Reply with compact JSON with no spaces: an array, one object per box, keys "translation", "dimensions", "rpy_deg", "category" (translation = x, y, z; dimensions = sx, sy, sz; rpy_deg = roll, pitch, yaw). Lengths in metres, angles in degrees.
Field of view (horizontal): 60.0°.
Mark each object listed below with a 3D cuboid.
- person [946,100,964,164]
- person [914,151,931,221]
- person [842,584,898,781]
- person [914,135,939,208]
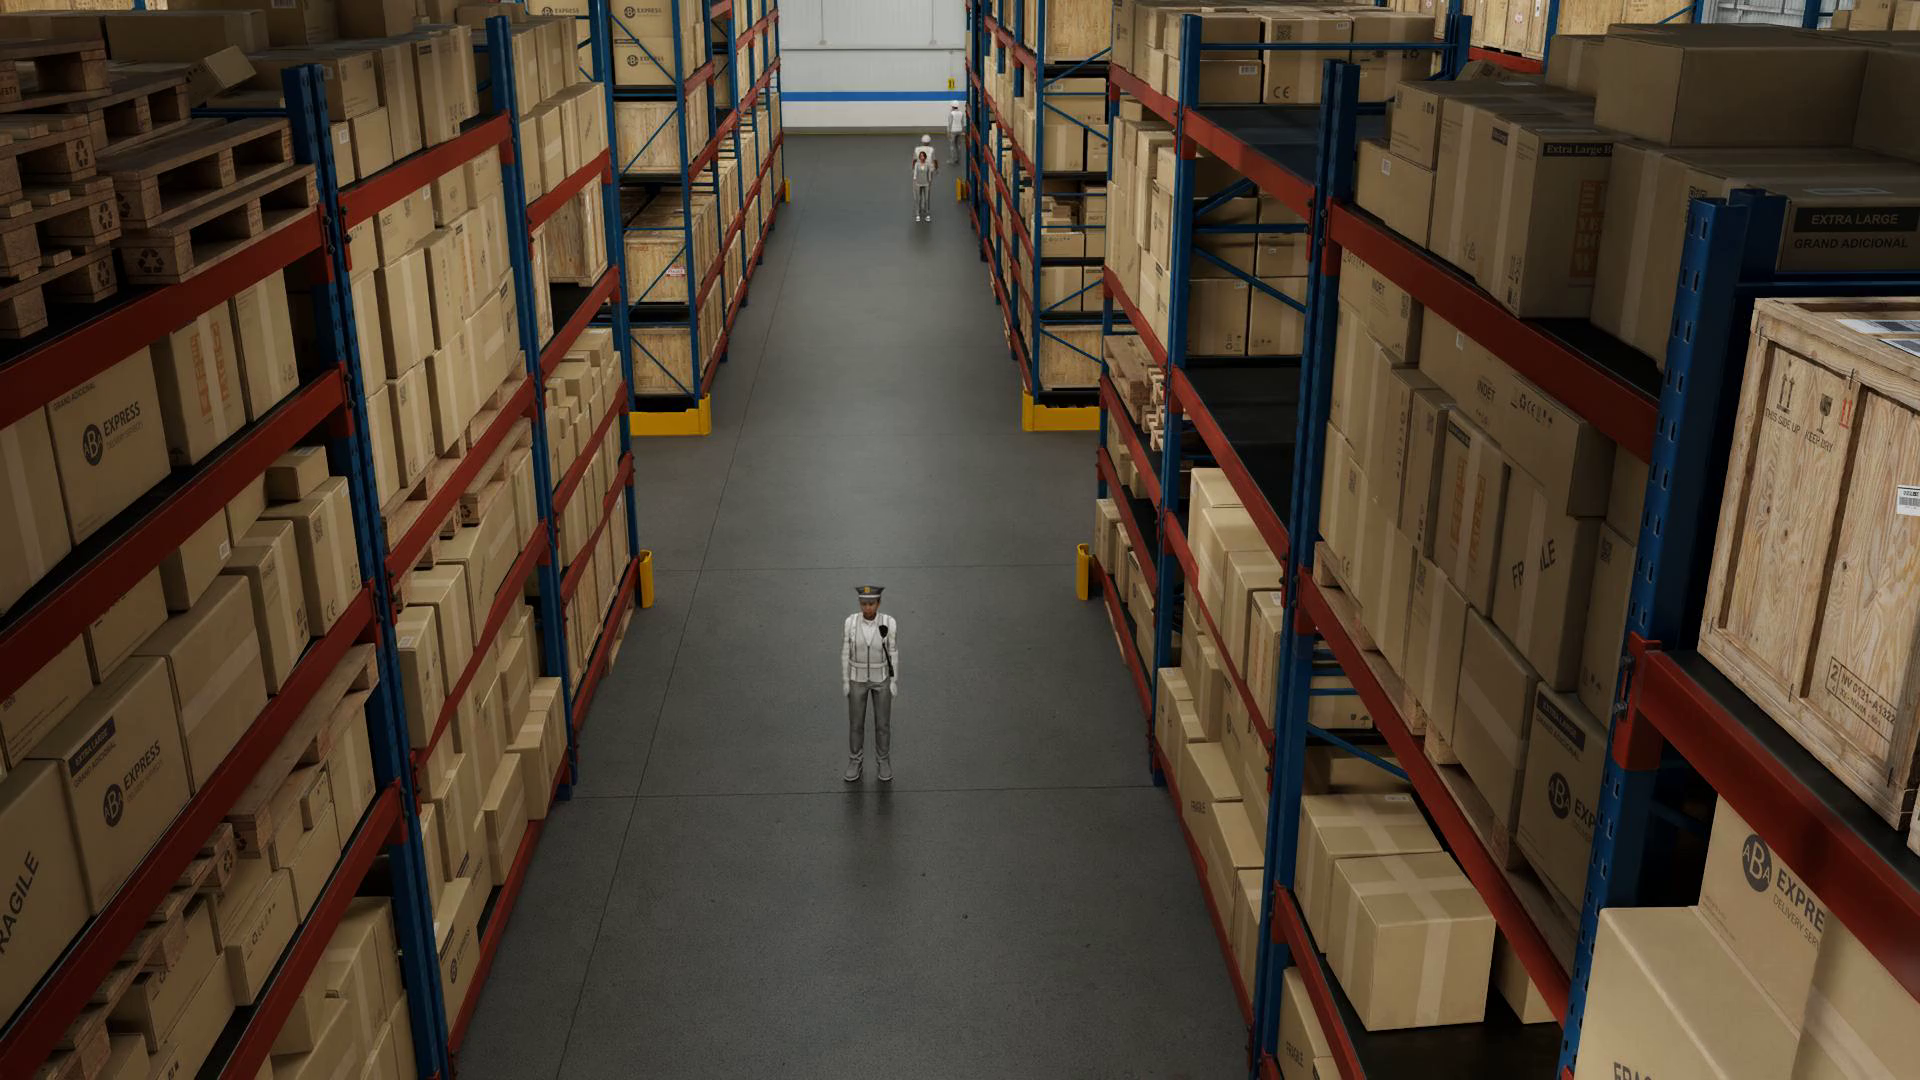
[{"translation":[-0.166,-11.830,48.186],"dimensions":[0.531,1.775,0.376],"rpy_deg":[-15,25,-35],"category":"person"},{"translation":[-0.874,-8.287,38.942],"dimensions":[0.404,1.600,0.341],"rpy_deg":[-2,21,-6],"category":"person"},{"translation":[-0.732,1.143,13.548],"dimensions":[0.458,1.690,0.361],"rpy_deg":[0,20,-1],"category":"person"},{"translation":[-0.803,-9.038,40.680],"dimensions":[0.570,1.741,0.972],"rpy_deg":[5,21,13],"category":"person"}]
